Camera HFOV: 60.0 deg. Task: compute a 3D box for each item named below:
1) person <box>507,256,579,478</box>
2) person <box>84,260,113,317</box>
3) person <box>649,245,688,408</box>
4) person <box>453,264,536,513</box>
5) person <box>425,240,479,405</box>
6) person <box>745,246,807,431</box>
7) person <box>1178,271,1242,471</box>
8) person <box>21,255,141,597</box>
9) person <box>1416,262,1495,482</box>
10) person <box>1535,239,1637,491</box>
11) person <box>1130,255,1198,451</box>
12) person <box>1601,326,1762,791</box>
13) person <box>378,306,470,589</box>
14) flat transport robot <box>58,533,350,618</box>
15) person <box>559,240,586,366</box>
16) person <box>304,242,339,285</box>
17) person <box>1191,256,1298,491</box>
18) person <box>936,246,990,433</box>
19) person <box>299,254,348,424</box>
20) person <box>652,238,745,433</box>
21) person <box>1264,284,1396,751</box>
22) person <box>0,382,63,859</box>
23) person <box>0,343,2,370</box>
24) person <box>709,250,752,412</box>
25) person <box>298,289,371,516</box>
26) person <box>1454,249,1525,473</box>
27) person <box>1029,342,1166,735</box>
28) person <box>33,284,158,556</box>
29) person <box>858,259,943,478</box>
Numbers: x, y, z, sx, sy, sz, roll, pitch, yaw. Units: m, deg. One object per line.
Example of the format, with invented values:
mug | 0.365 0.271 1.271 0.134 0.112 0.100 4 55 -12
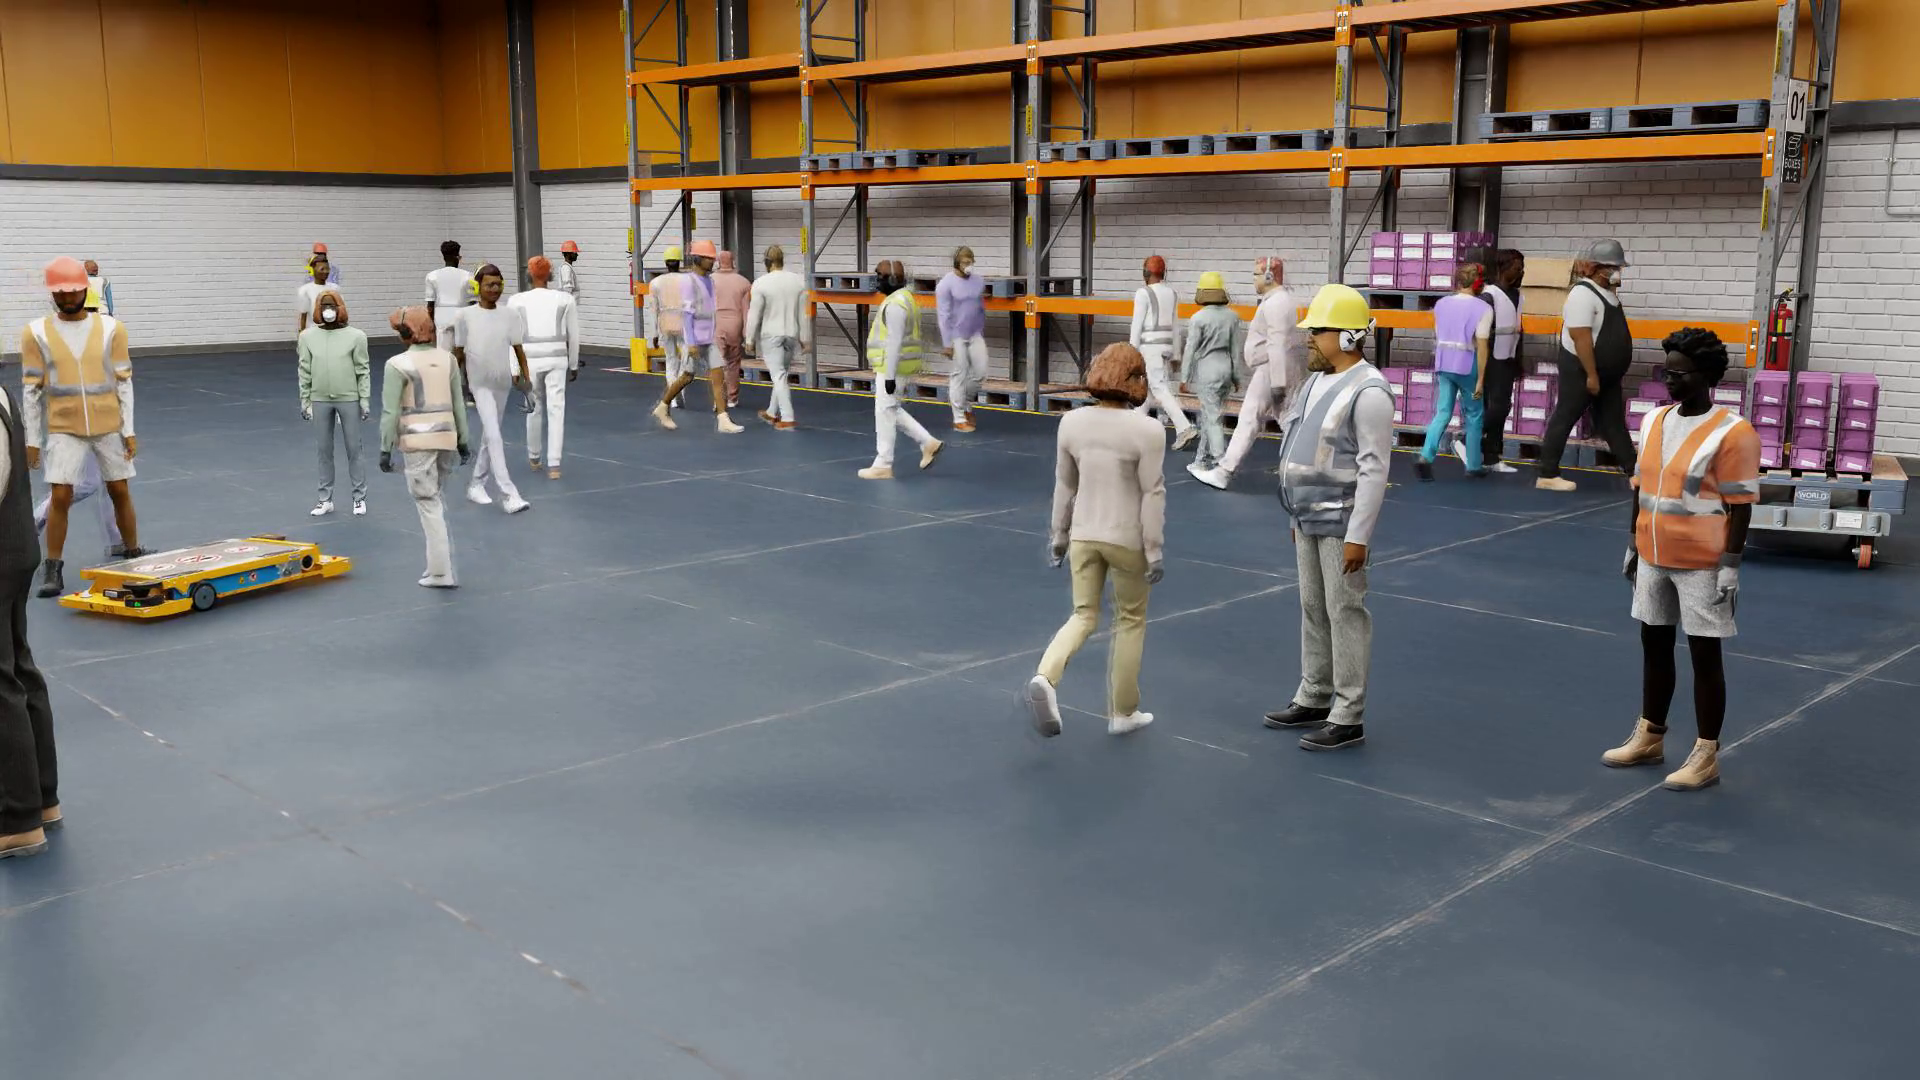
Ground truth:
person | -3.524 -1.472 14.112 0.576 1.830 0.980 -2 11 -12
person | -13.258 -3.460 25.500 0.514 1.641 0.315 -9 14 -40
person | -3.308 -2.459 19.312 0.594 1.911 0.705 0 10 1
person | -3.438 -1.122 12.291 0.528 1.814 1.006 -9 14 -40
person | -6.021 -2.572 19.779 0.608 1.963 0.369 -1 10 -8
person | -1.960 -2.102 17.367 0.654 1.901 0.837 -9 14 -41
person | 2.018 -1.360 13.815 0.512 1.713 0.738 -7 13 -34
person | -4.993 -0.654 9.468 0.565 1.927 0.404 -6 12 -29
person | 4.112 -1.378 13.706 0.866 1.805 0.570 -9 14 -41
person | 5.034 -1.363 12.979 1.007 2.000 0.694 9 13 39
person | 1.930 -1.785 15.835 0.953 1.845 0.615 9 14 41
person | 2.656 0.067 6.114 0.317 1.696 0.540 -4 11 -22
person | -3.097 -0.528 9.549 0.488 1.615 0.544 5 12 27
flat transport robot | -4.223 0.183 9.375 0.652 0.197 1.431 5 11 25
person | -6.015 -3.655 25.754 0.359 1.938 0.545 -3 11 -14
person | -10.577 -3.983 27.635 0.542 1.909 0.926 -10 14 -42
person | 2.379 -1.289 13.080 1.003 1.849 0.670 4 11 20
person | 0.038 -2.043 17.047 0.670 1.907 0.435 -8 13 -39
person | -6.882 -2.173 17.997 0.969 1.830 0.512 6 12 28
person | -2.721 -2.096 17.102 1.015 2.010 0.626 5 11 24
person | 1.463 -0.088 6.593 0.404 1.833 0.586 -3 11 -14
person | -3.184 0.122 5.413 0.329 1.844 0.517 -3 11 -14
person | -9.435 -1.732 15.658 0.595 1.801 0.756 1 10 8
person | -2.731 -2.422 19.299 0.650 1.862 0.966 -1 10 -4
person | -4.527 -0.991 12.053 0.504 1.636 0.280 -1 10 -6
person | 4.591 -1.515 14.171 0.447 1.907 0.590 9 14 42
person | 0.540 0.024 6.610 0.506 1.610 0.657 7 13 35
person | -5.468 -0.721 10.280 0.721 1.744 0.526 -5 11 -24
person | -0.515 -1.413 13.820 0.627 1.827 0.643 1 10 4
